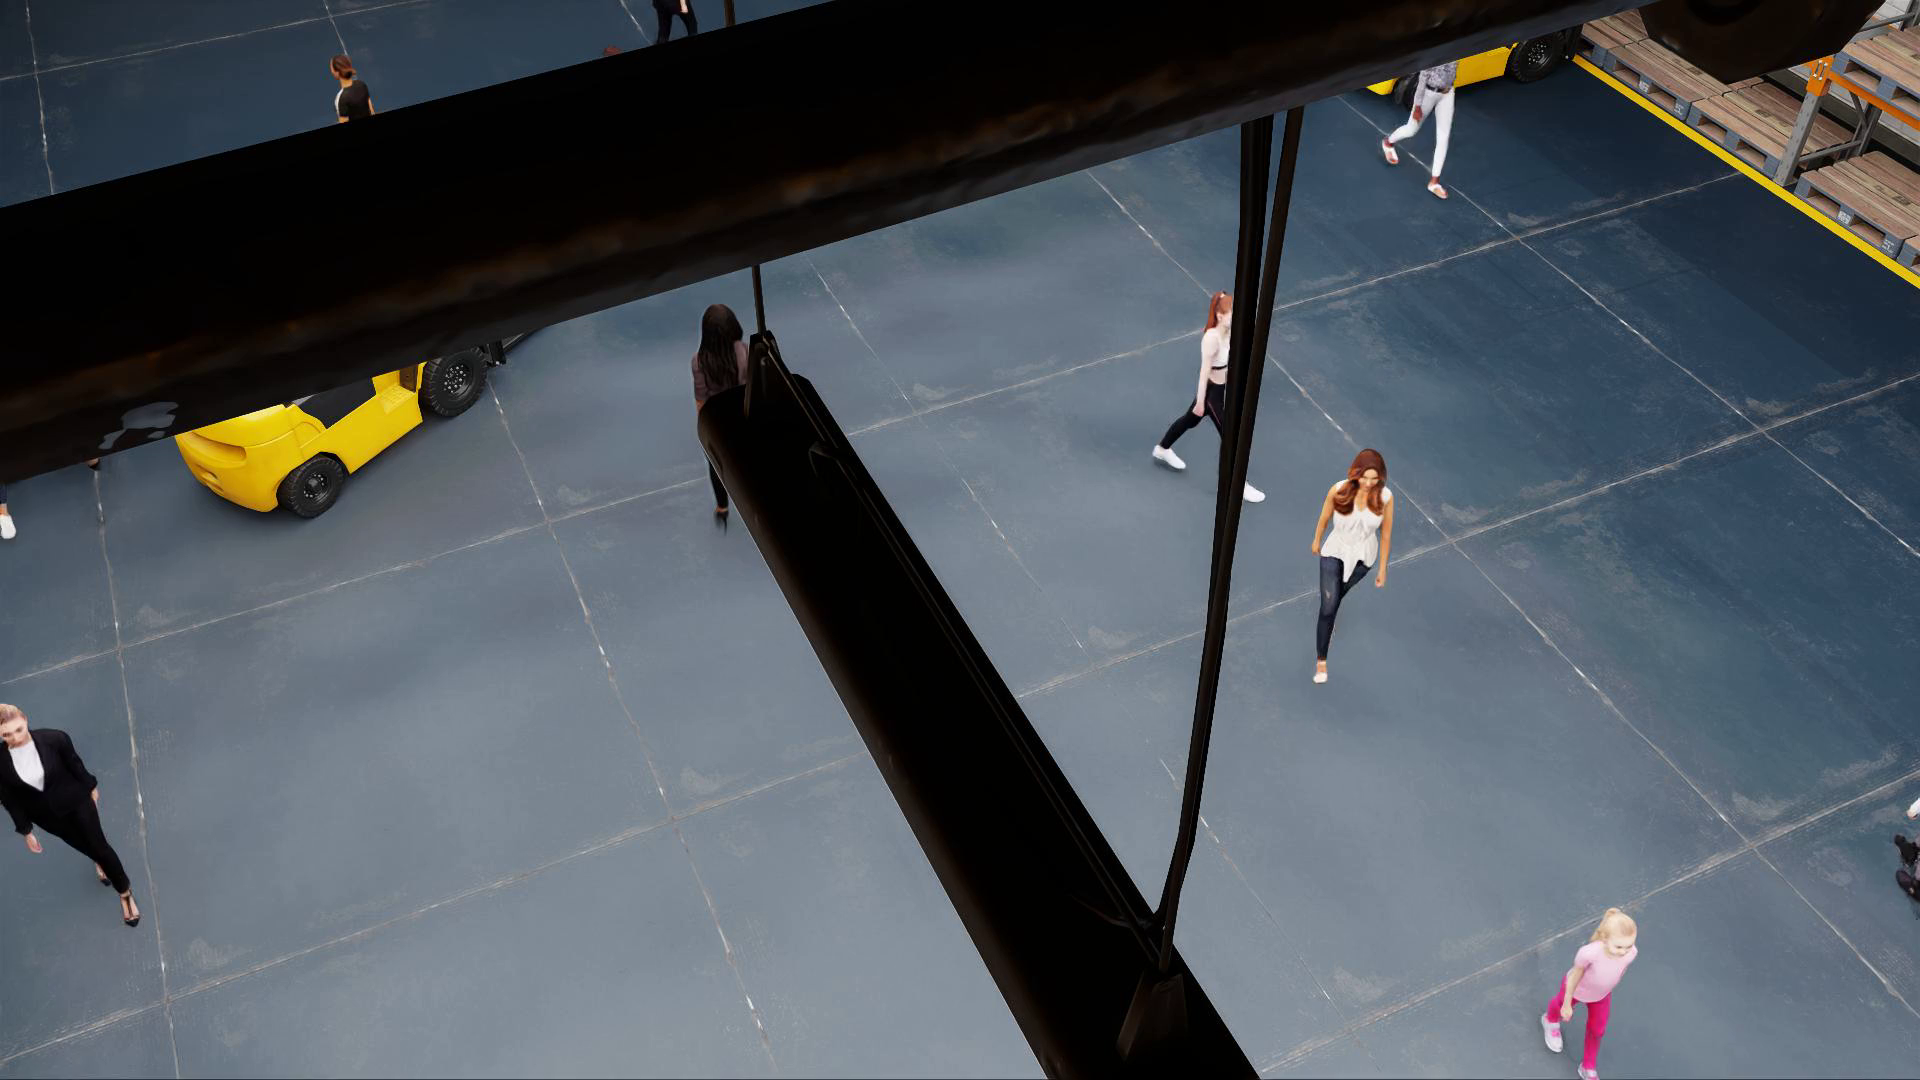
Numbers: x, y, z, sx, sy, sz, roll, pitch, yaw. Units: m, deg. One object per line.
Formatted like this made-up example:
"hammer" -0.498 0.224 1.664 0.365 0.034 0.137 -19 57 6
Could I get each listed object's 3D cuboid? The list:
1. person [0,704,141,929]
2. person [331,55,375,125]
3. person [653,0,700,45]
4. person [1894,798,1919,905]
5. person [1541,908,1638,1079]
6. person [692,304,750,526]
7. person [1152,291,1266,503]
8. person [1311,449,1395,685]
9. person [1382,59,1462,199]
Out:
"person" -5.135 1.462 9.456 0.628 1.679 0.879 -20 47 -19
"person" -5.233 -3.493 14.665 0.746 1.669 0.675 12 45 12
"person" -2.954 -5.368 16.655 0.949 1.638 0.925 27 50 26
"person" 5.729 1.645 9.566 0.621 1.263 0.754 -6 44 -6
"person" 3.318 2.325 8.858 0.676 1.254 0.847 -1 44 -1
"person" -1.621 -0.865 11.784 0.643 1.838 0.605 -15 46 -15
"person" 1.776 -1.097 12.133 1.248 1.692 1.022 25 49 24
"person" 2.547 0.034 10.910 0.968 1.741 1.181 4 44 4
"person" 4.272 -4.054 15.240 0.587 1.688 1.146 -18 46 -18
